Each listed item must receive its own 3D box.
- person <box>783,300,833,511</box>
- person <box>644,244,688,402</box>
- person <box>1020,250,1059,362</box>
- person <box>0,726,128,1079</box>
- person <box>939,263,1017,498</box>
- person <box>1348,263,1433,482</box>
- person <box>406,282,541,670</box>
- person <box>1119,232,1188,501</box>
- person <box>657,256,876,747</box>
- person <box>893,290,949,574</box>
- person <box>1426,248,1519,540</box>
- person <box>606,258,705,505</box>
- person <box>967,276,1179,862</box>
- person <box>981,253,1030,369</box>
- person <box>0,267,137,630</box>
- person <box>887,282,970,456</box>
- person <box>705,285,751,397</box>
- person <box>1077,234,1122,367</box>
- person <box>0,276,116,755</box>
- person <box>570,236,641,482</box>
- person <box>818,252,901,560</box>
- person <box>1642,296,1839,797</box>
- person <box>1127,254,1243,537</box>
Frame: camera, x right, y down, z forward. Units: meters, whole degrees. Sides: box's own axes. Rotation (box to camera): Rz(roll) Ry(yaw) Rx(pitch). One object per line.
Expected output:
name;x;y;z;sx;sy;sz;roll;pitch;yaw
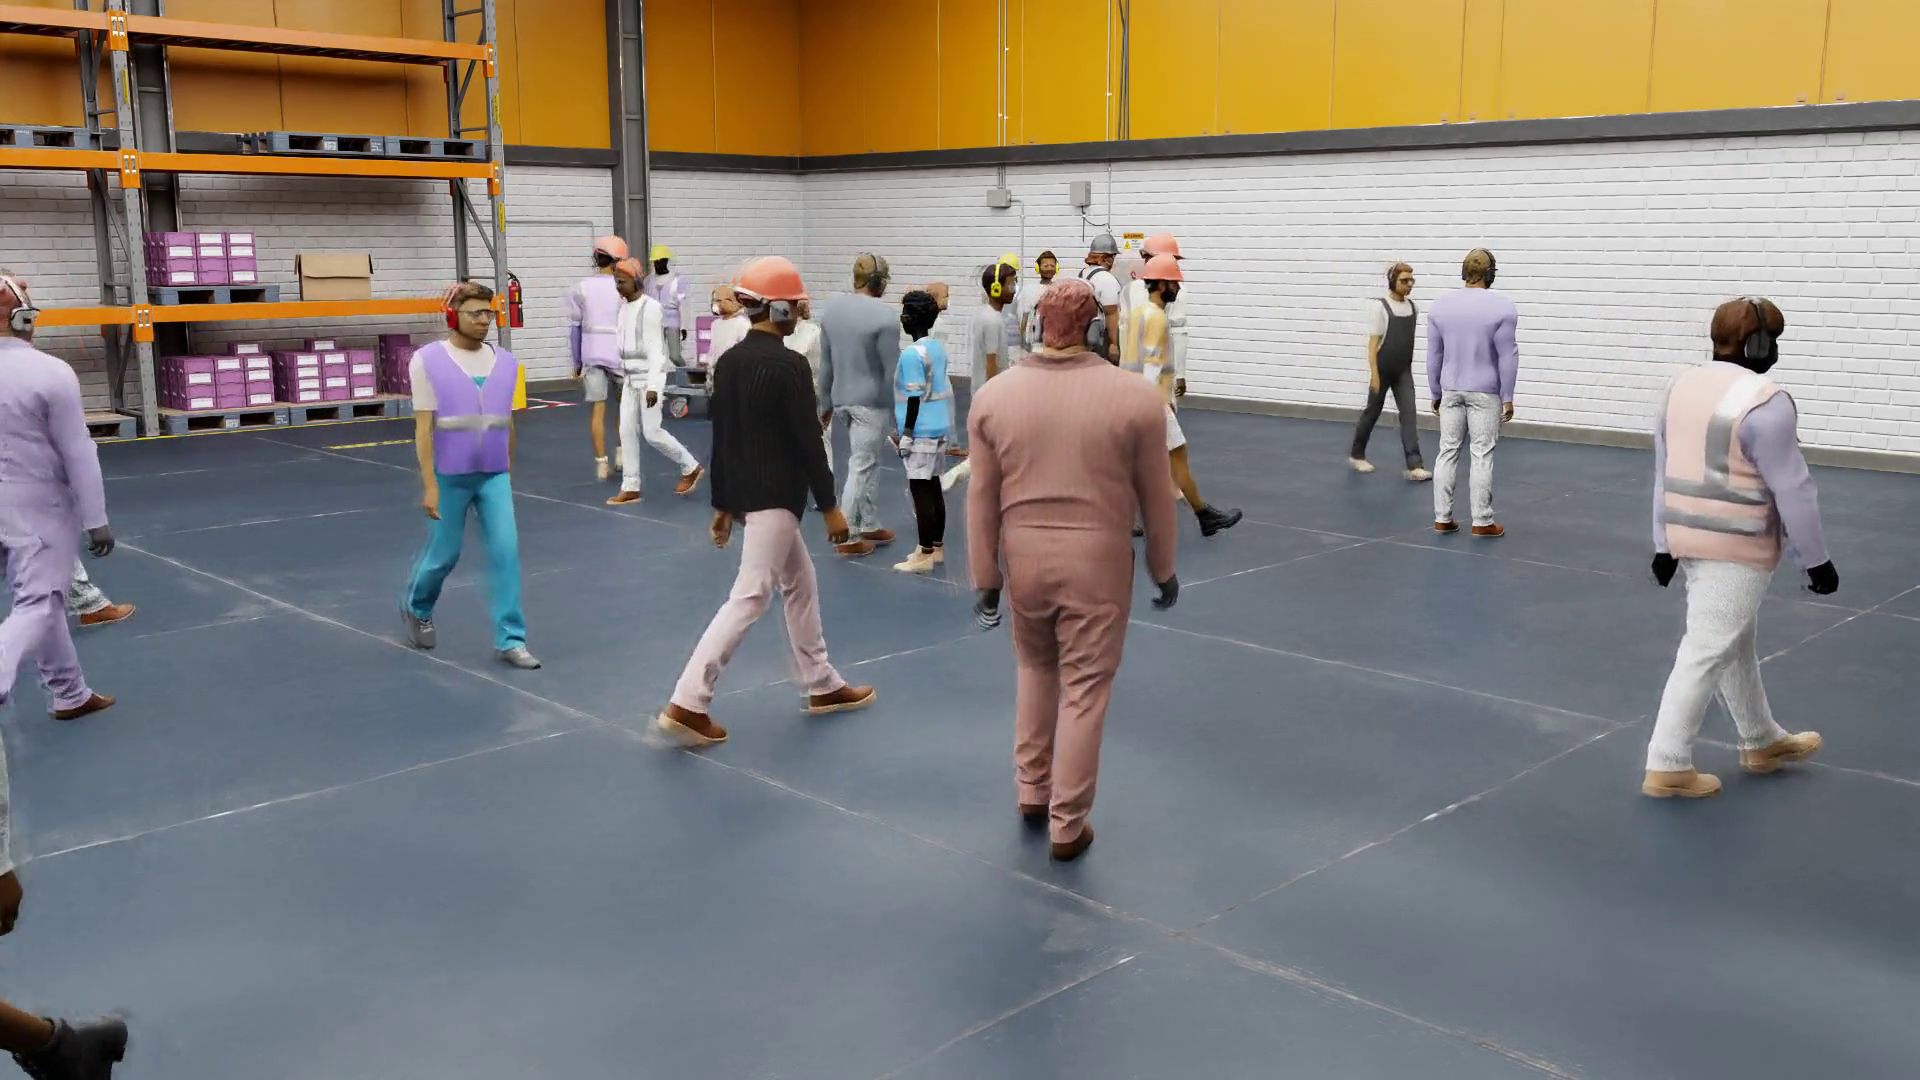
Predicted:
person;-1.159;-1.015;12.218;0.515;1.614;0.383;7;12;33
person;-3.561;-2.633;20.240;0.605;1.910;0.636;3;11;18
person;0.840;-1.886;16.282;0.513;1.876;0.328;-2;11;-11
person;-1.972;0.507;3.161;0.550;1.916;0.805;4;11;21
person;0.137;-0.968;11.396;0.750;1.845;0.507;0;10;-1
person;3.597;-1.409;13.897;0.531;1.802;0.982;-5;11;-25
person;-2.361;-0.314;7.888;0.574;1.817;0.843;-10;14;-44
person;1.492;-1.310;12.688;0.395;2.040;0.609;-10;14;-44
person;-0.814;-0.165;6.721;1.049;1.951;0.607;-7;12;-32
person;-0.236;-0.644;9.996;0.317;1.696;0.537;3;11;16
person;3.421;-0.972;11.124;0.632;1.939;0.368;9;14;41
person;-2.320;-1.193;12.565;0.694;1.866;0.590;-9;14;-42
person;0.394;0.084;5.505;0.648;1.887;0.648;4;11;20
person;0.512;-2.107;17.598;0.587;1.834;0.403;8;13;36
person;-4.736;-0.419;8.268;0.647;1.888;0.997;6;12;29
person;-0.273;-1.554;15.216;0.760;1.604;0.500;-1;10;-8
person;-1.933;-1.287;13.729;0.615;1.611;0.529;-9;14;-41
person;1.404;-1.966;16.263;0.536;2.000;0.688;-5;11;-25
person;-3.748;-0.104;6.596;0.643;1.879;0.933;3;11;14
person;-2.920;-1.501;13.806;0.635;2.003;0.640;0;10;3
person;-0.520;-0.843;10.492;0.640;1.909;0.760;10;14;44
person;2.868;0.037;6.003;0.826;1.804;0.632;-1;10;-6
person;1.398;-0.939;11.063;0.999;1.887;0.560;-1;10;-6
